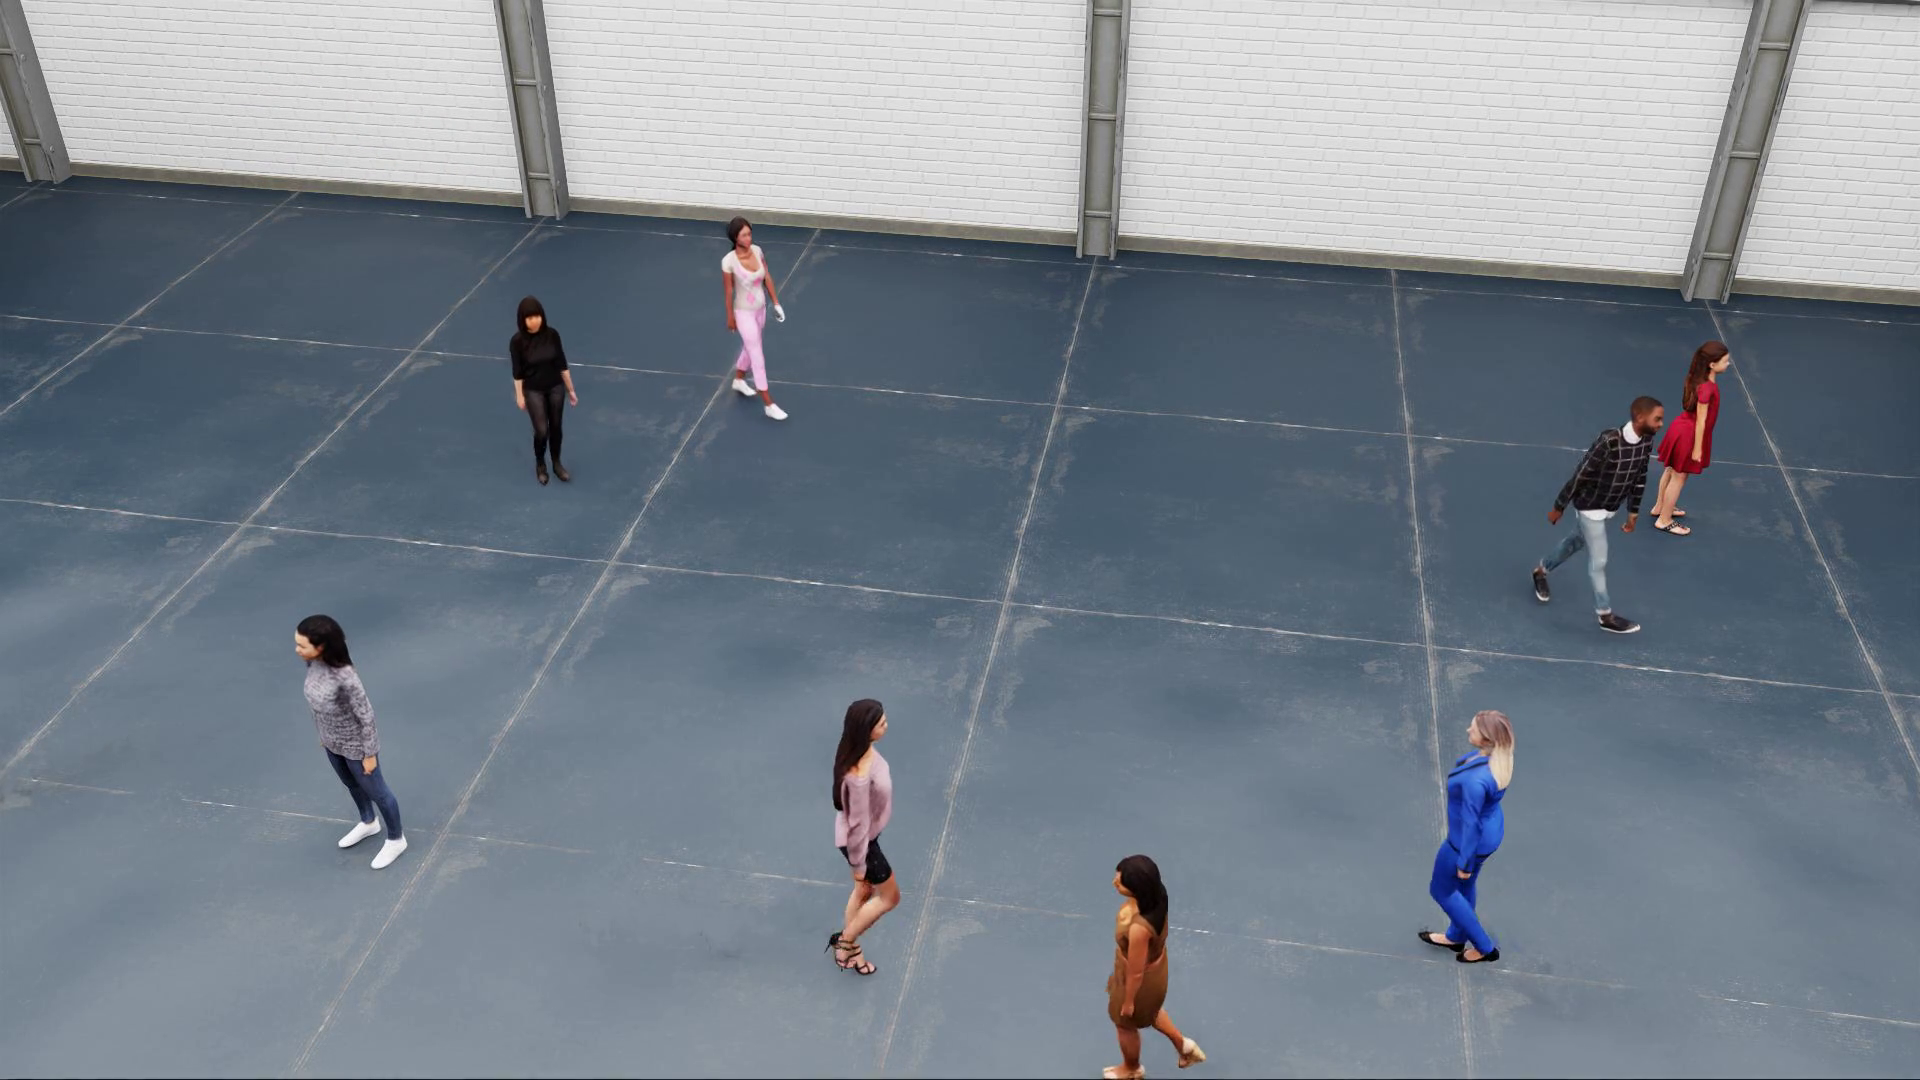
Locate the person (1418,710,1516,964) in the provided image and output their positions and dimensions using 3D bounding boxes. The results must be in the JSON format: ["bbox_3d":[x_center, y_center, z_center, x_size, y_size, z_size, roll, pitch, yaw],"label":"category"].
[{"bbox_3d":[2.810,1.621,8.805,0.837,1.687,0.776,22,39,29],"label":"person"}]

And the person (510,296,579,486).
[{"bbox_3d":[-3.311,-1.216,13.125,0.679,1.629,0.742,-21,39,-28],"label":"person"}]

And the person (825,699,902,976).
[{"bbox_3d":[-0.613,1.600,8.745,0.724,1.787,0.713,0,34,0],"label":"person"}]

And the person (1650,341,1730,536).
[{"bbox_3d":[5.511,-0.796,12.561,0.592,1.553,0.532,6,34,9],"label":"person"}]

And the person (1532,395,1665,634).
[{"bbox_3d":[4.349,-0.249,11.556,1.237,1.756,1.230,-12,35,-18],"label":"person"}]

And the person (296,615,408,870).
[{"bbox_3d":[-3.490,1.127,9.507,0.617,1.732,0.754,22,39,29],"label":"person"}]

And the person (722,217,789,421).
[{"bbox_3d":[-1.821,-1.928,14.128,1.108,1.704,0.894,25,41,32],"label":"person"}]

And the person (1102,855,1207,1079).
[{"bbox_3d":[0.949,2.139,8.046,0.749,1.664,0.603,9,35,14],"label":"person"}]
